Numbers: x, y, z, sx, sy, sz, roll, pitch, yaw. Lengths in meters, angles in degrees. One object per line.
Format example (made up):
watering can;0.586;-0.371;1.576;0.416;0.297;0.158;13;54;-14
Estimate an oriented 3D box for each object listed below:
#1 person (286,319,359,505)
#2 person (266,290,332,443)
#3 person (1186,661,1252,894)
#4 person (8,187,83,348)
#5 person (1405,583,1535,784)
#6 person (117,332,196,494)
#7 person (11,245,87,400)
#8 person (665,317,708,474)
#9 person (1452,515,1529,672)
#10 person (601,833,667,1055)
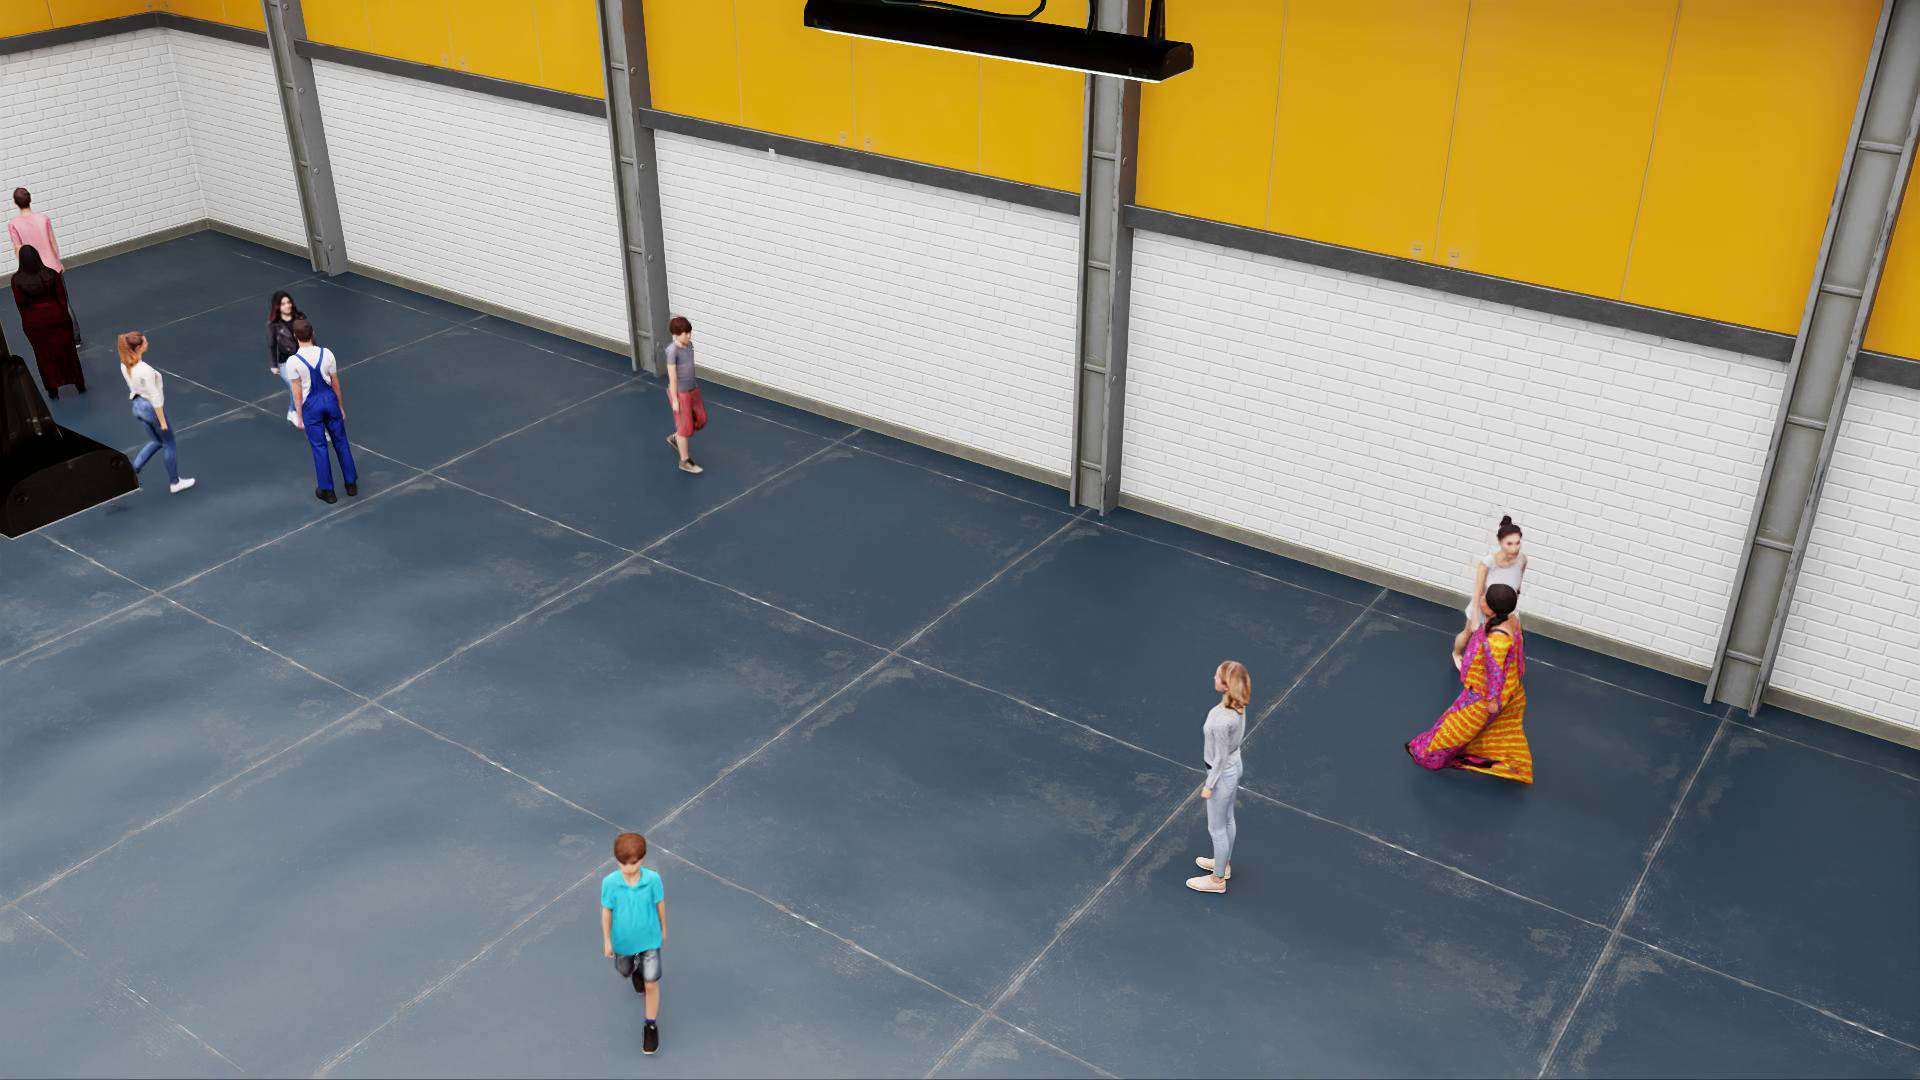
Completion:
person;-6.231;-1.266;16.187;0.693;1.849;0.673;-21;35;-33
person;-7.046;-1.853;17.533;1.087;1.590;0.672;21;35;33
person;1.748;1.566;11.051;0.579;1.797;0.630;12;31;20
person;-10.808;-3.180;19.582;0.676;1.957;0.603;-25;37;-37
person;3.927;1.071;12.119;1.197;1.641;0.744;14;32;24
person;-7.962;-1.194;16.206;0.796;1.704;0.664;19;34;31
person;-10.092;-2.416;18.390;0.736;1.758;0.713;-19;34;-31
person;-2.861;-1.485;16.811;0.746;1.636;0.603;17;33;28
person;4.197;0.522;13.198;1.095;1.572;1.098;-3;29;-5
person;-1.959;2.333;10.025;0.914;1.432;0.944;-3;29;-6
